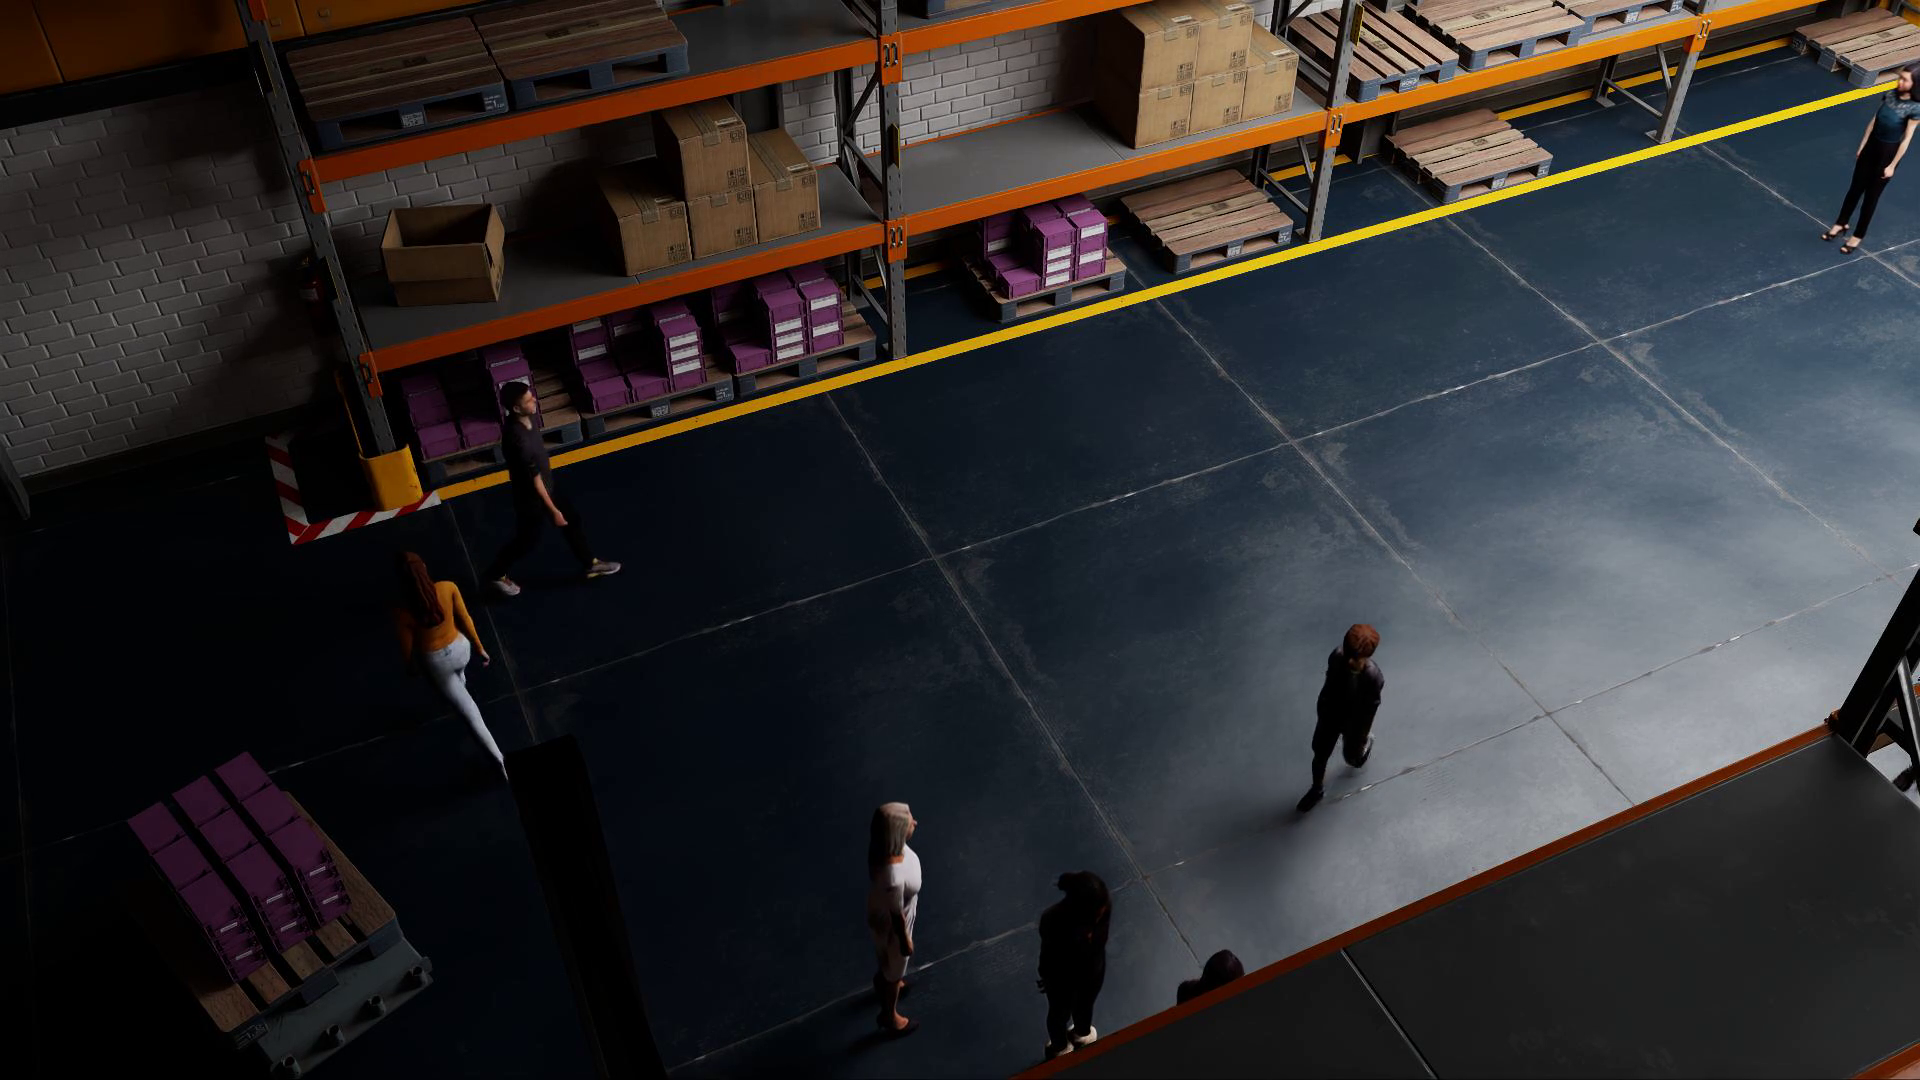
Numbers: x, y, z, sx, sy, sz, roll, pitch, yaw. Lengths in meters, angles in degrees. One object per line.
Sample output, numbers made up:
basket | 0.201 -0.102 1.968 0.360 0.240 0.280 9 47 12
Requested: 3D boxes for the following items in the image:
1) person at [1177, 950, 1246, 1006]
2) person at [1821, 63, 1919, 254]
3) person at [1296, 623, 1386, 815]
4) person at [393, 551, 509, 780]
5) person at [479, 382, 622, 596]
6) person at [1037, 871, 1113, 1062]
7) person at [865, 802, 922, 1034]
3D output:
person | 1.193 2.585 8.080 0.866 1.585 0.743 -26 49 -25
person | 7.784 -3.237 14.082 0.520 1.736 0.570 -14 45 -14
person | 2.319 1.018 9.838 0.748 1.431 0.957 33 53 30
person | -2.994 0.796 9.876 1.173 1.698 0.912 -31 52 -28
person | -2.885 -0.283 10.989 1.246 1.726 0.933 -2 44 -2
person | 0.576 2.177 8.454 0.589 1.660 0.662 0 44 0
person | -0.359 1.950 8.631 0.609 1.745 0.624 -5 44 -5
